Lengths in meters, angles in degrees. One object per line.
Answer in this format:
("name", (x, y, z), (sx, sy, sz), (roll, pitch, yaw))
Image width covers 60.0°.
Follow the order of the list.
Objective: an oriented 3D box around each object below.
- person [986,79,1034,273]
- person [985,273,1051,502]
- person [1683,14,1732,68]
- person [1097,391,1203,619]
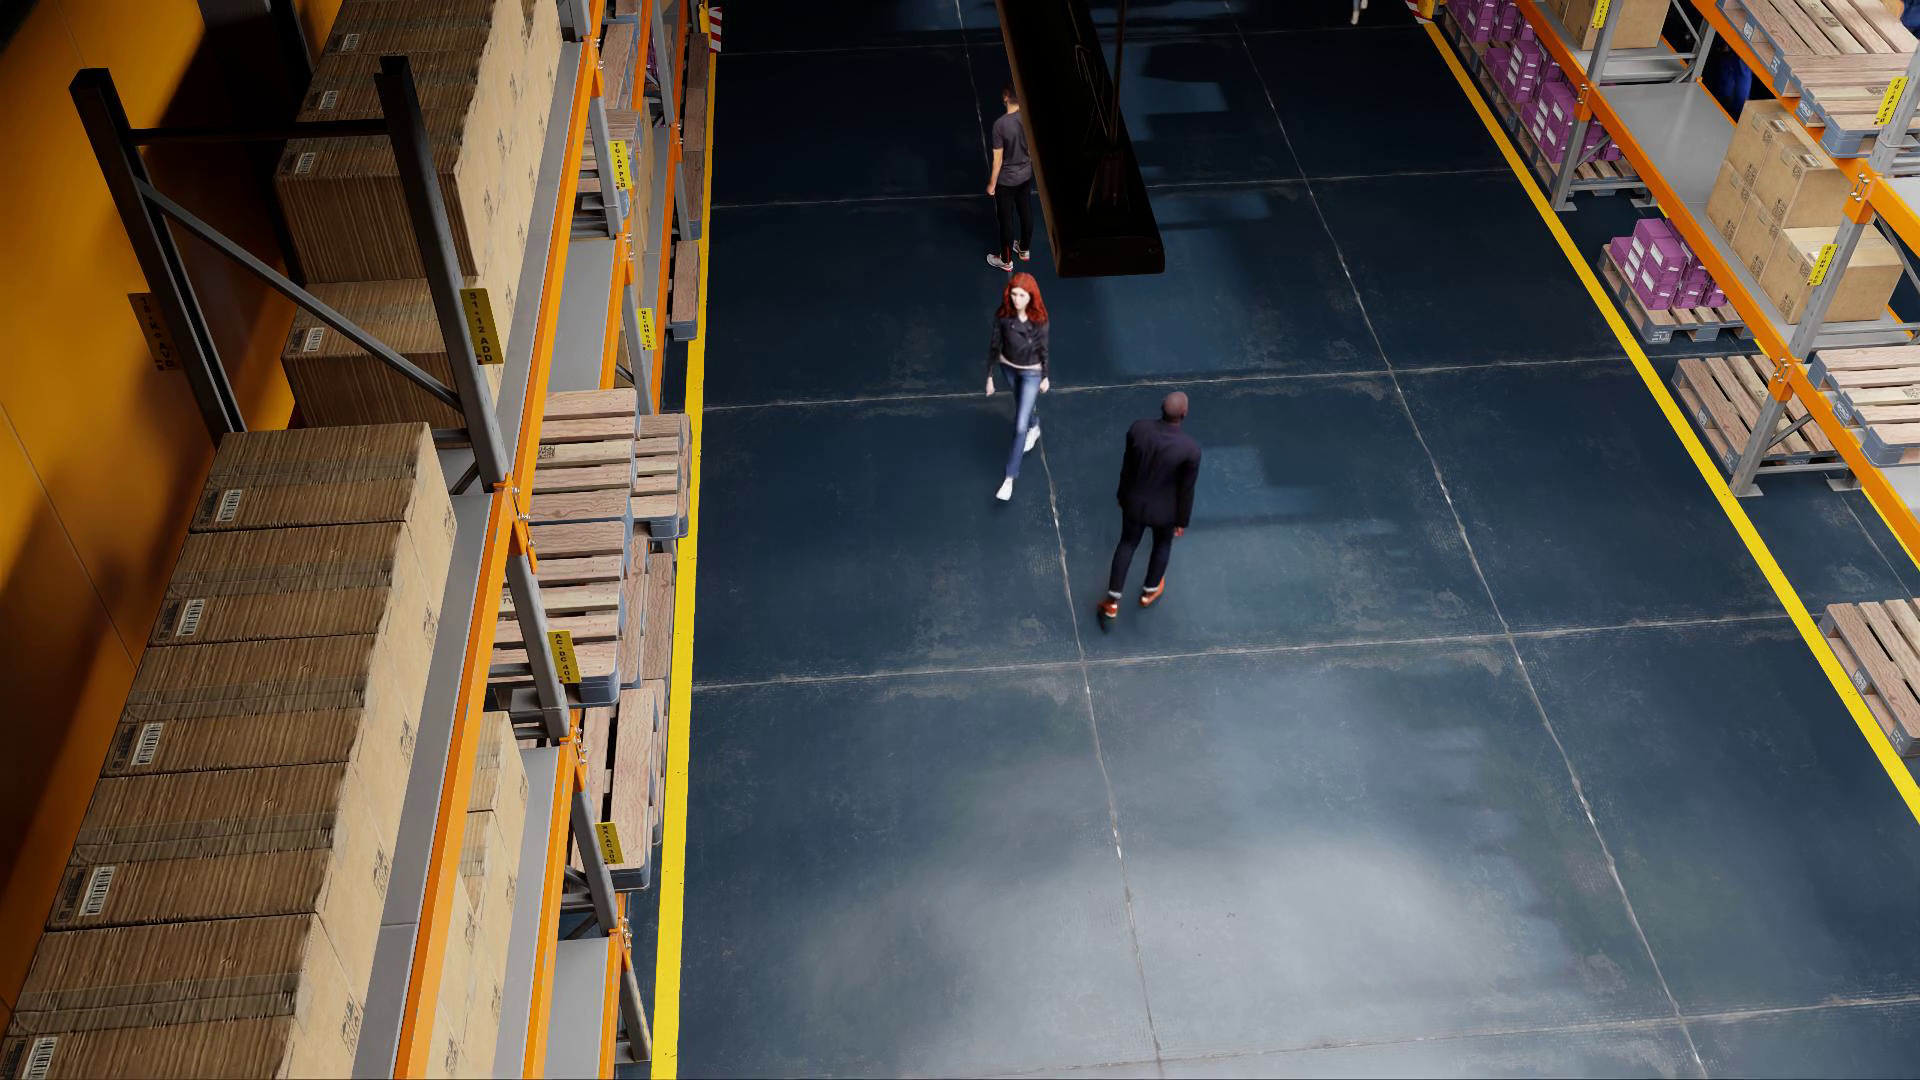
("person", (0.450, -3.142, 14.331), (0.716, 1.763, 0.742), (-32, 52, -29))
("person", (0.476, -1.257, 12.381), (0.948, 1.723, 1.285), (13, 45, 14))
("person", (7.938, -5.713, 17.064), (0.774, 1.716, 1.115), (-11, 45, -11))
("person", (1.255, -0.165, 11.199), (0.961, 1.774, 1.061), (18, 46, 18))
